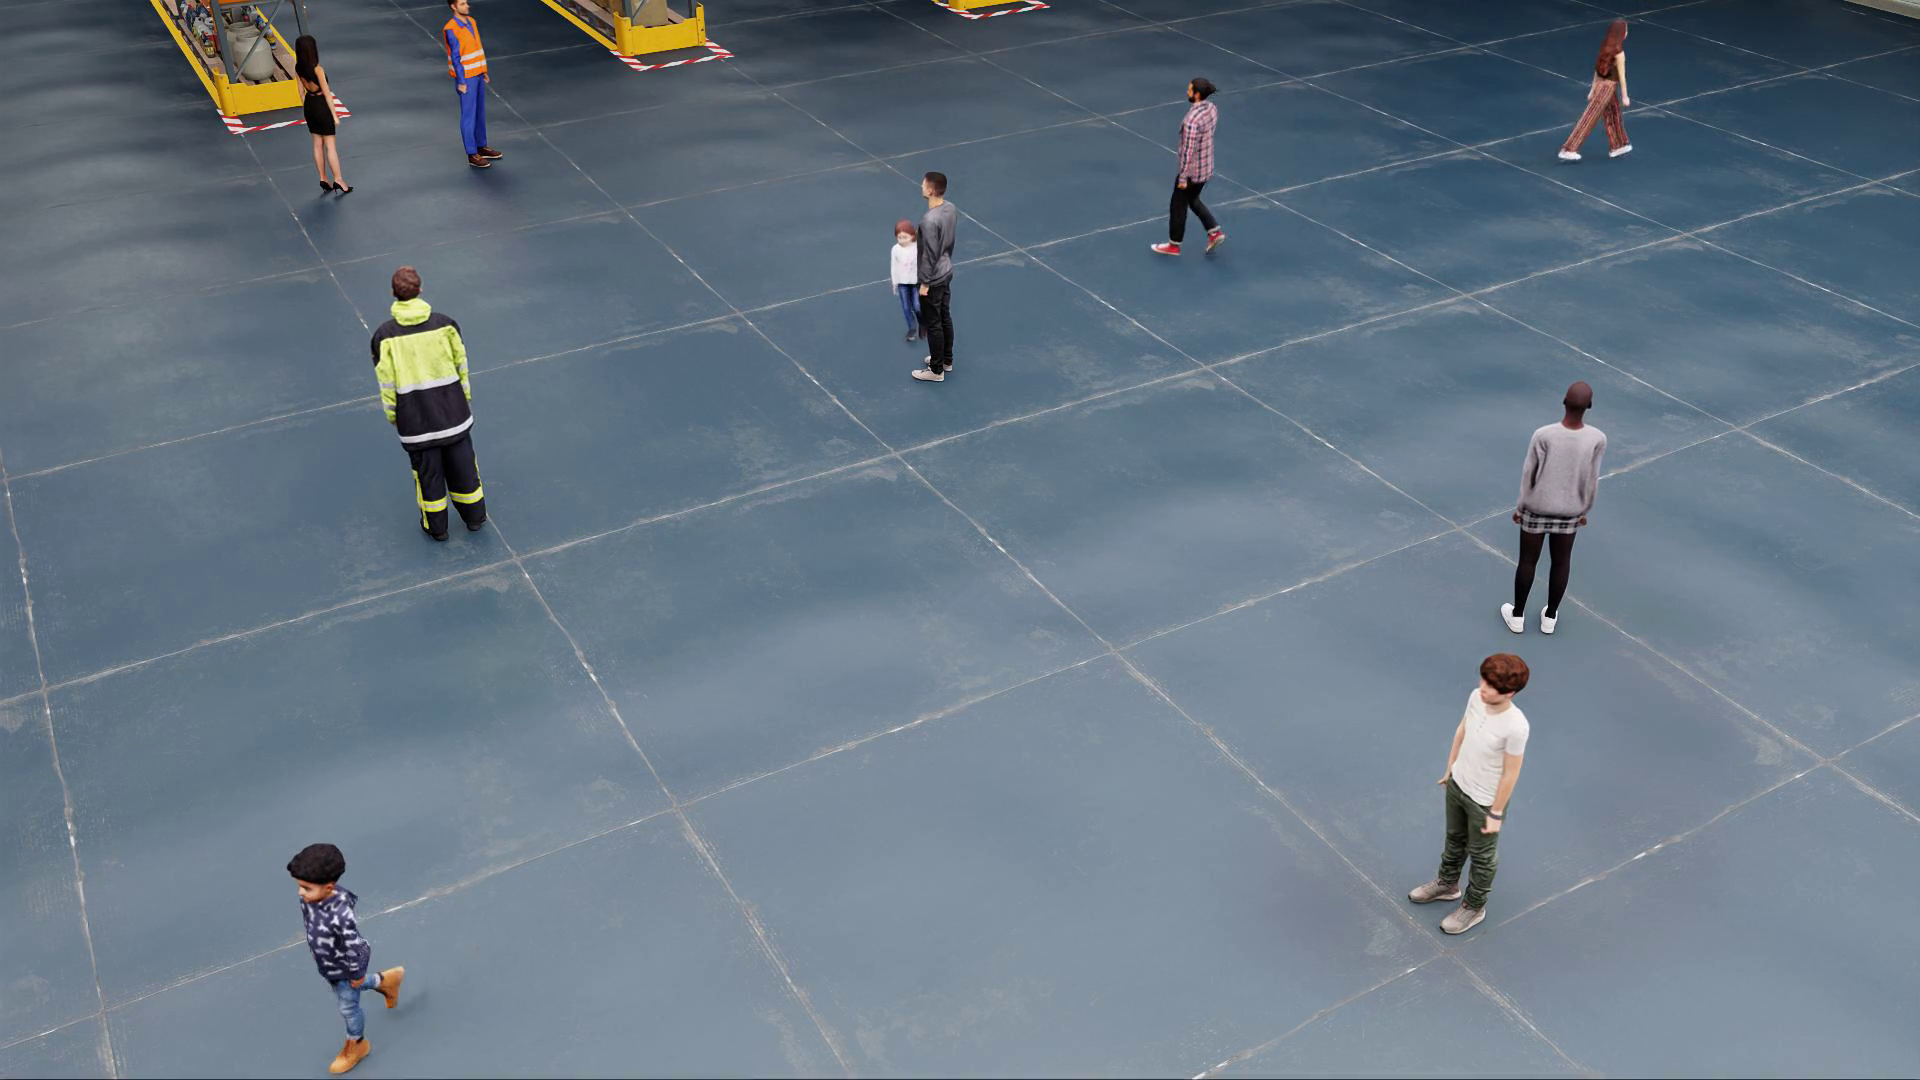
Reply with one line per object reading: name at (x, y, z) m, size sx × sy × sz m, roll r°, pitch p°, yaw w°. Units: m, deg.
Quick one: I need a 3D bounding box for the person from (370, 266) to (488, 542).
person at (-3.659, -0.934, 11.440) m, size 0.762 × 1.981 × 0.617 m, roll -18°, pitch 36°, yaw -26°

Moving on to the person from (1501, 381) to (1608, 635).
person at (3.735, -0.197, 10.469) m, size 0.699 × 1.770 × 0.726 m, roll 3°, pitch 32°, yaw 5°

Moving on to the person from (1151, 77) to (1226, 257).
person at (2.264, -3.521, 15.759) m, size 1.064 × 1.748 × 0.943 m, roll 18°, pitch 36°, yaw 26°

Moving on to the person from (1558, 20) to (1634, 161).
person at (6.933, -4.838, 18.058) m, size 0.937 × 1.523 × 1.098 m, roll -2°, pitch 32°, yaw -4°

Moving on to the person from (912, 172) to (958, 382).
person at (-0.198, -2.155, 13.582) m, size 0.726 × 1.761 × 0.703 m, roll 14°, pitch 35°, yaw 21°

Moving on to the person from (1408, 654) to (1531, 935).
person at (2.592, 1.246, 8.290) m, size 0.659 × 1.654 × 0.502 m, roll -13°, pitch 34°, yaw -19°

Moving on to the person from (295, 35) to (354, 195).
person at (-6.652, -4.407, 17.255) m, size 0.593 × 1.650 × 0.684 m, roll 13°, pitch 34°, yaw 19°

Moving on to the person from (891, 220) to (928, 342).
person at (-0.418, -2.267, 14.376) m, size 0.549 × 1.101 × 0.609 m, roll 6°, pitch 33°, yaw 9°

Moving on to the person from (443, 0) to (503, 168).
person at (-5.317, -5.011, 18.012) m, size 0.838 × 1.864 × 0.774 m, roll 7°, pitch 33°, yaw 12°

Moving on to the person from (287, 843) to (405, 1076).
person at (-2.821, 1.878, 7.678) m, size 0.772 × 1.239 × 0.749 m, roll 20°, pitch 37°, yaw 28°
